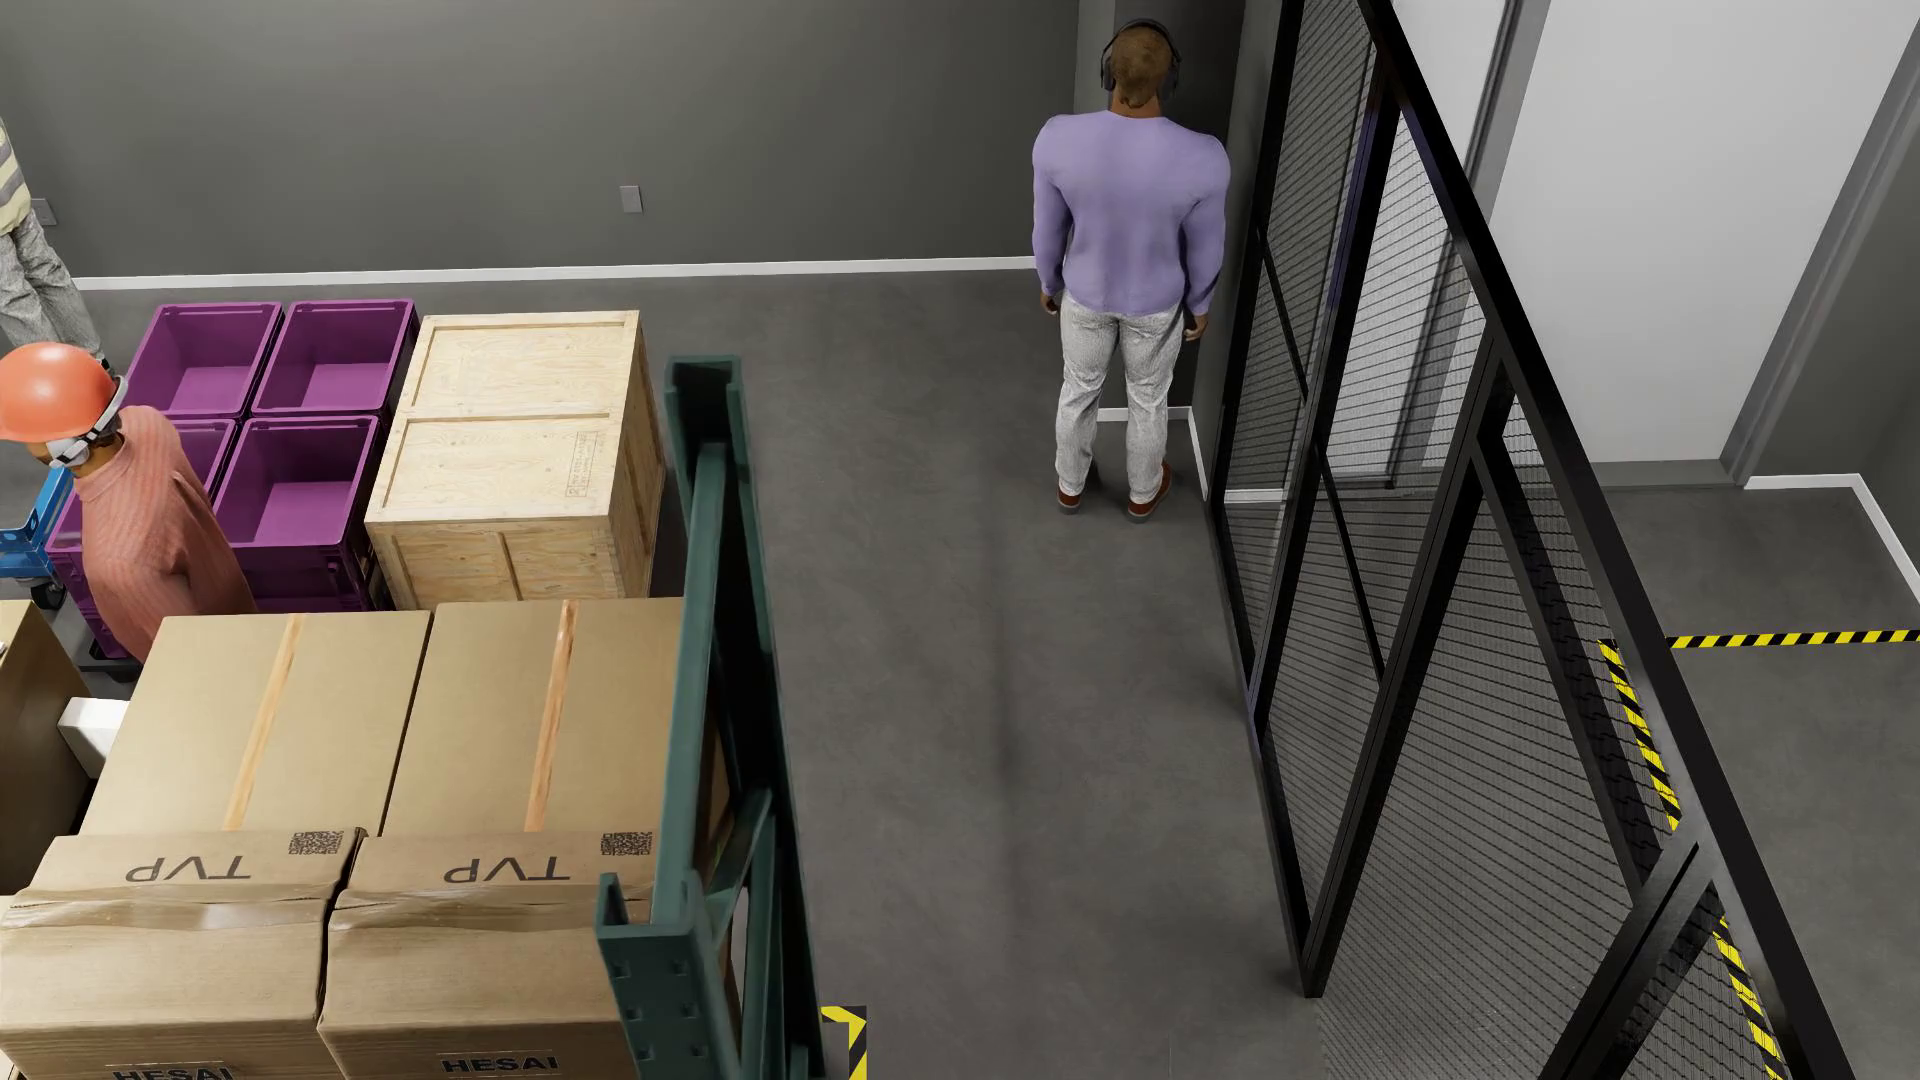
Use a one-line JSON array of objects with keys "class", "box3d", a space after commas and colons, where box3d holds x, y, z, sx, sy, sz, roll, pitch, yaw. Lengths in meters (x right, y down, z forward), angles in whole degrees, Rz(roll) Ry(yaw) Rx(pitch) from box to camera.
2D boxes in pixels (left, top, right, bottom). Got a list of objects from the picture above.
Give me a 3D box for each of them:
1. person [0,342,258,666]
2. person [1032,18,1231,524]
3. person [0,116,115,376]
[{"class": "person", "box3d": [-2.067, 0.265, 4.466, 0.396, 1.992, 0.623, -12, 48, -11]}, {"class": "person", "box3d": [0.544, -0.831, 5.553, 0.632, 1.935, 0.372, 10, 47, 9]}, {"class": "person", "box3d": [-3.543, -1.182, 5.957, 0.404, 1.834, 0.591, 2, 46, 2]}]
